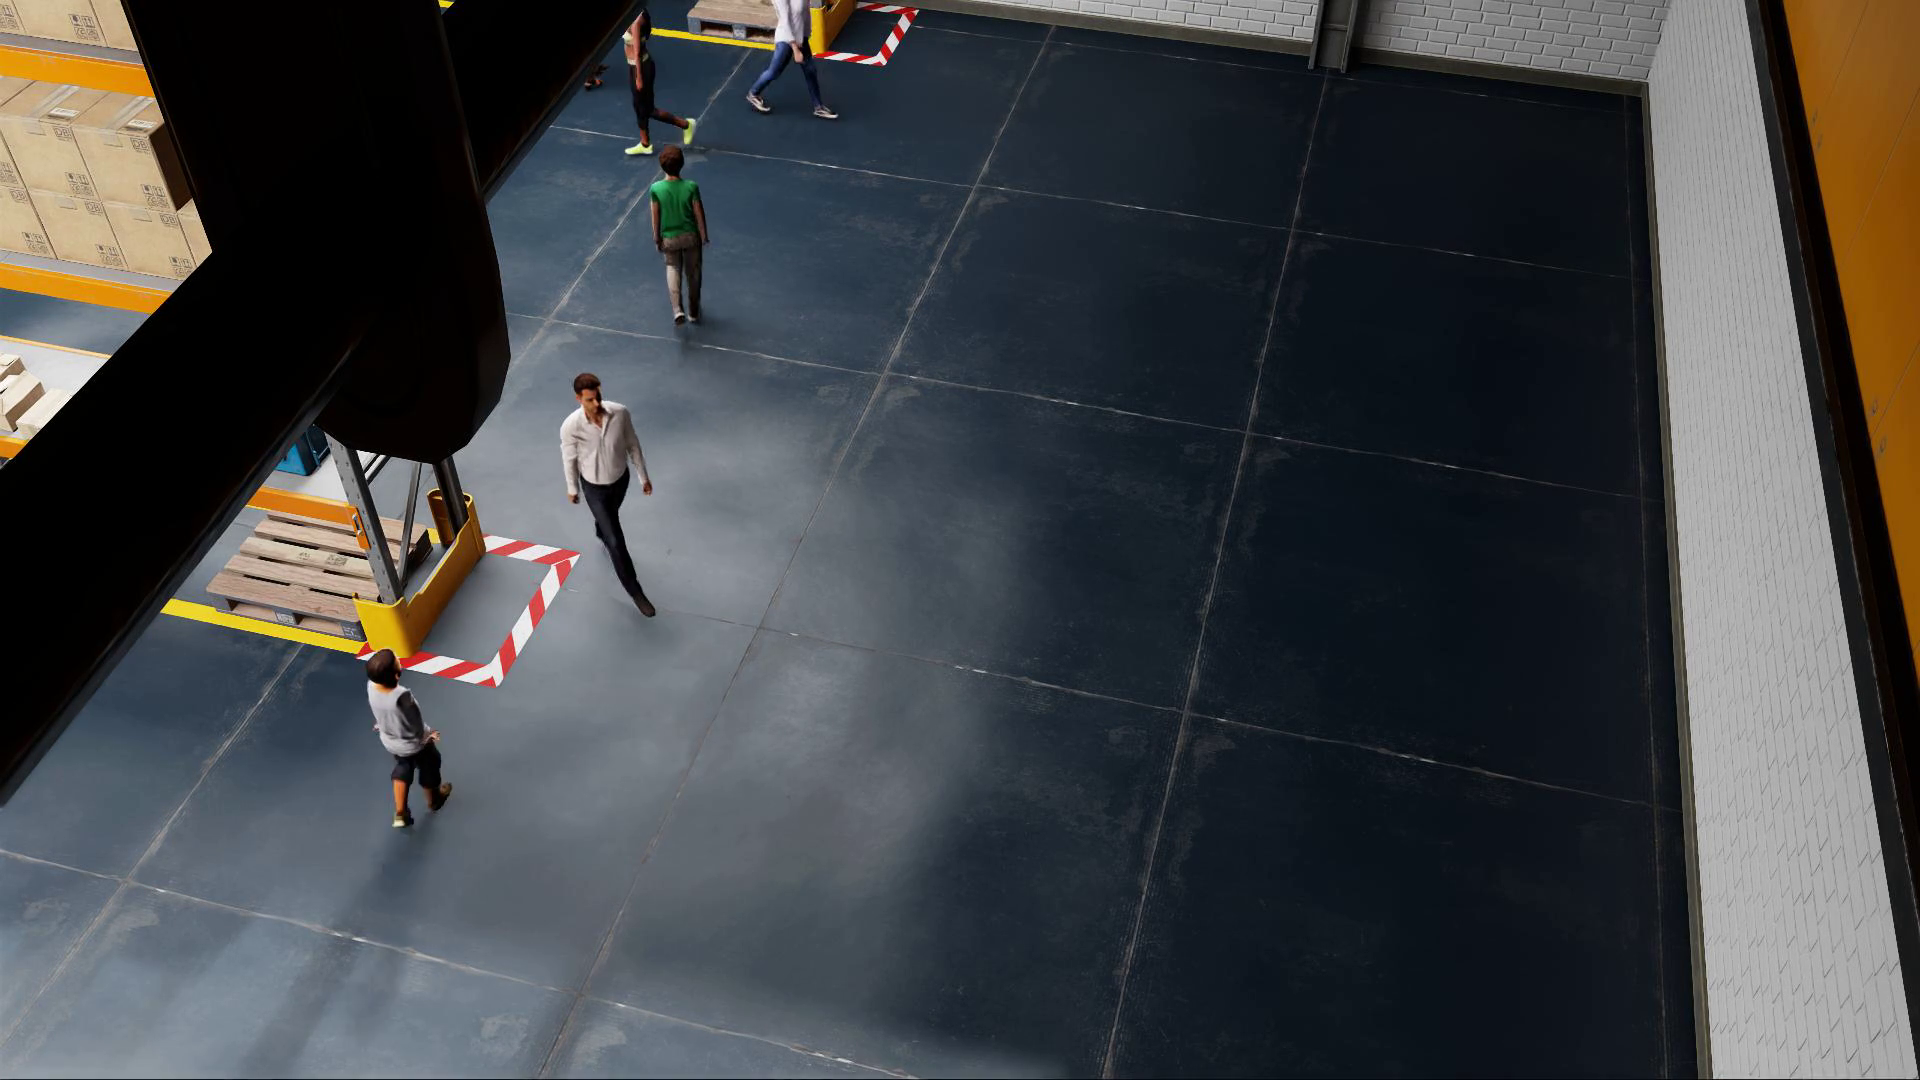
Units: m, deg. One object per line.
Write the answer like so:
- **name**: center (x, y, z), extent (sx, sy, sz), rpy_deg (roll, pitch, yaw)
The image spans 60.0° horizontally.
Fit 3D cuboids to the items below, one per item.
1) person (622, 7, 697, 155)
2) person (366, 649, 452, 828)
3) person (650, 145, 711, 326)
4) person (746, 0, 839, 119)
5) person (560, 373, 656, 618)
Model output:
- **person**: center (-2.905, -4.407, 15.639), extent (1.018, 1.740, 0.840), rpy_deg (-9, 44, -9)
- **person**: center (-3.367, 1.186, 9.983), extent (0.670, 1.444, 0.646), rpy_deg (9, 44, 10)
- **person**: center (-2.289, -2.441, 13.650), extent (0.810, 1.637, 0.778), rpy_deg (-2, 44, -2)
- **person**: center (-1.754, -4.883, 16.190), extent (1.216, 1.670, 0.736), rpy_deg (15, 46, 16)
- **person**: center (-2.466, -0.439, 11.416), extent (1.178, 1.820, 1.328), rpy_deg (-27, 50, -26)
